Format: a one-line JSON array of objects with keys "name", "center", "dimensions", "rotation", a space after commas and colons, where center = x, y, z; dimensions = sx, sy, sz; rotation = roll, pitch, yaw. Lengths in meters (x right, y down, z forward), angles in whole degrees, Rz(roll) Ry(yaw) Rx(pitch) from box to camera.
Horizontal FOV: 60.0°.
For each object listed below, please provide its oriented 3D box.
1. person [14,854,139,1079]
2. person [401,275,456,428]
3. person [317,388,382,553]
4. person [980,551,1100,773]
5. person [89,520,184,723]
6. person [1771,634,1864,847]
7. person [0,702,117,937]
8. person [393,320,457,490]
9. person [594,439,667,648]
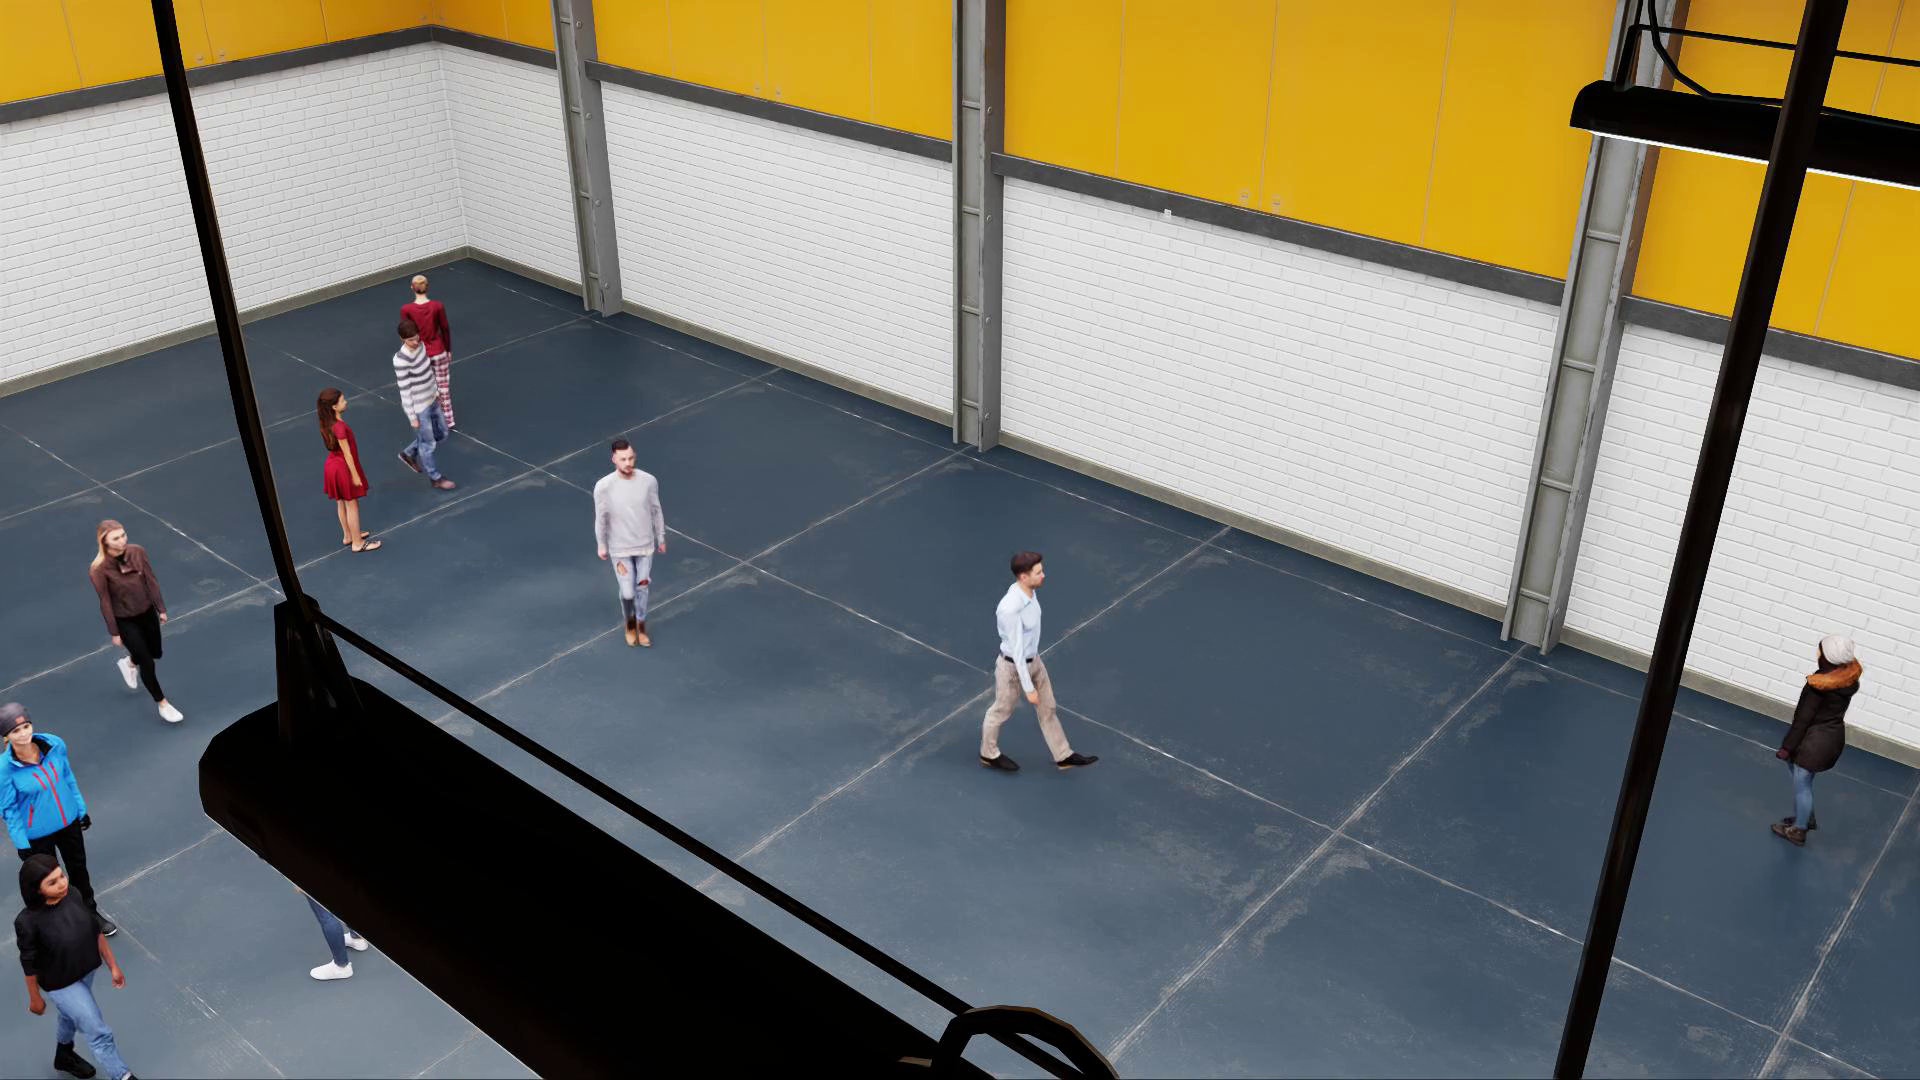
[{"name": "person", "center": [-4.998, 2.430, 9.248], "dimensions": [1.215, 1.646, 0.866], "rotation": [9, 30, 16]}, {"name": "person", "center": [-5.489, -1.938, 17.201], "dimensions": [0.683, 1.699, 0.655], "rotation": [-13, 31, -22]}, {"name": "person", "center": [-5.559, -0.640, 14.974], "dimensions": [0.654, 1.553, 0.588], "rotation": [-21, 35, -34]}, {"name": "person", "center": [0.343, 0.898, 11.885], "dimensions": [1.180, 1.810, 0.884], "rotation": [12, 31, 21]}, {"name": "person", "center": [-6.293, 0.580, 12.599], "dimensions": [1.010, 1.685, 0.707], "rotation": [17, 33, 28]}, {"name": "person", "center": [5.828, 1.386, 11.185], "dimensions": [0.651, 1.625, 0.611], "rotation": [-23, 36, -36]}, {"name": "person", "center": [-5.636, 1.773, 10.294], "dimensions": [0.541, 1.797, 0.637], "rotation": [18, 33, 29]}, {"name": "person", "center": [-5.221, -1.285, 15.887], "dimensions": [0.979, 1.810, 0.904], "rotation": [2, 29, 5]}, {"name": "person", "center": [-2.698, -0.010, 13.528], "dimensions": [0.790, 1.832, 0.761], "rotation": [-13, 31, -23]}]
